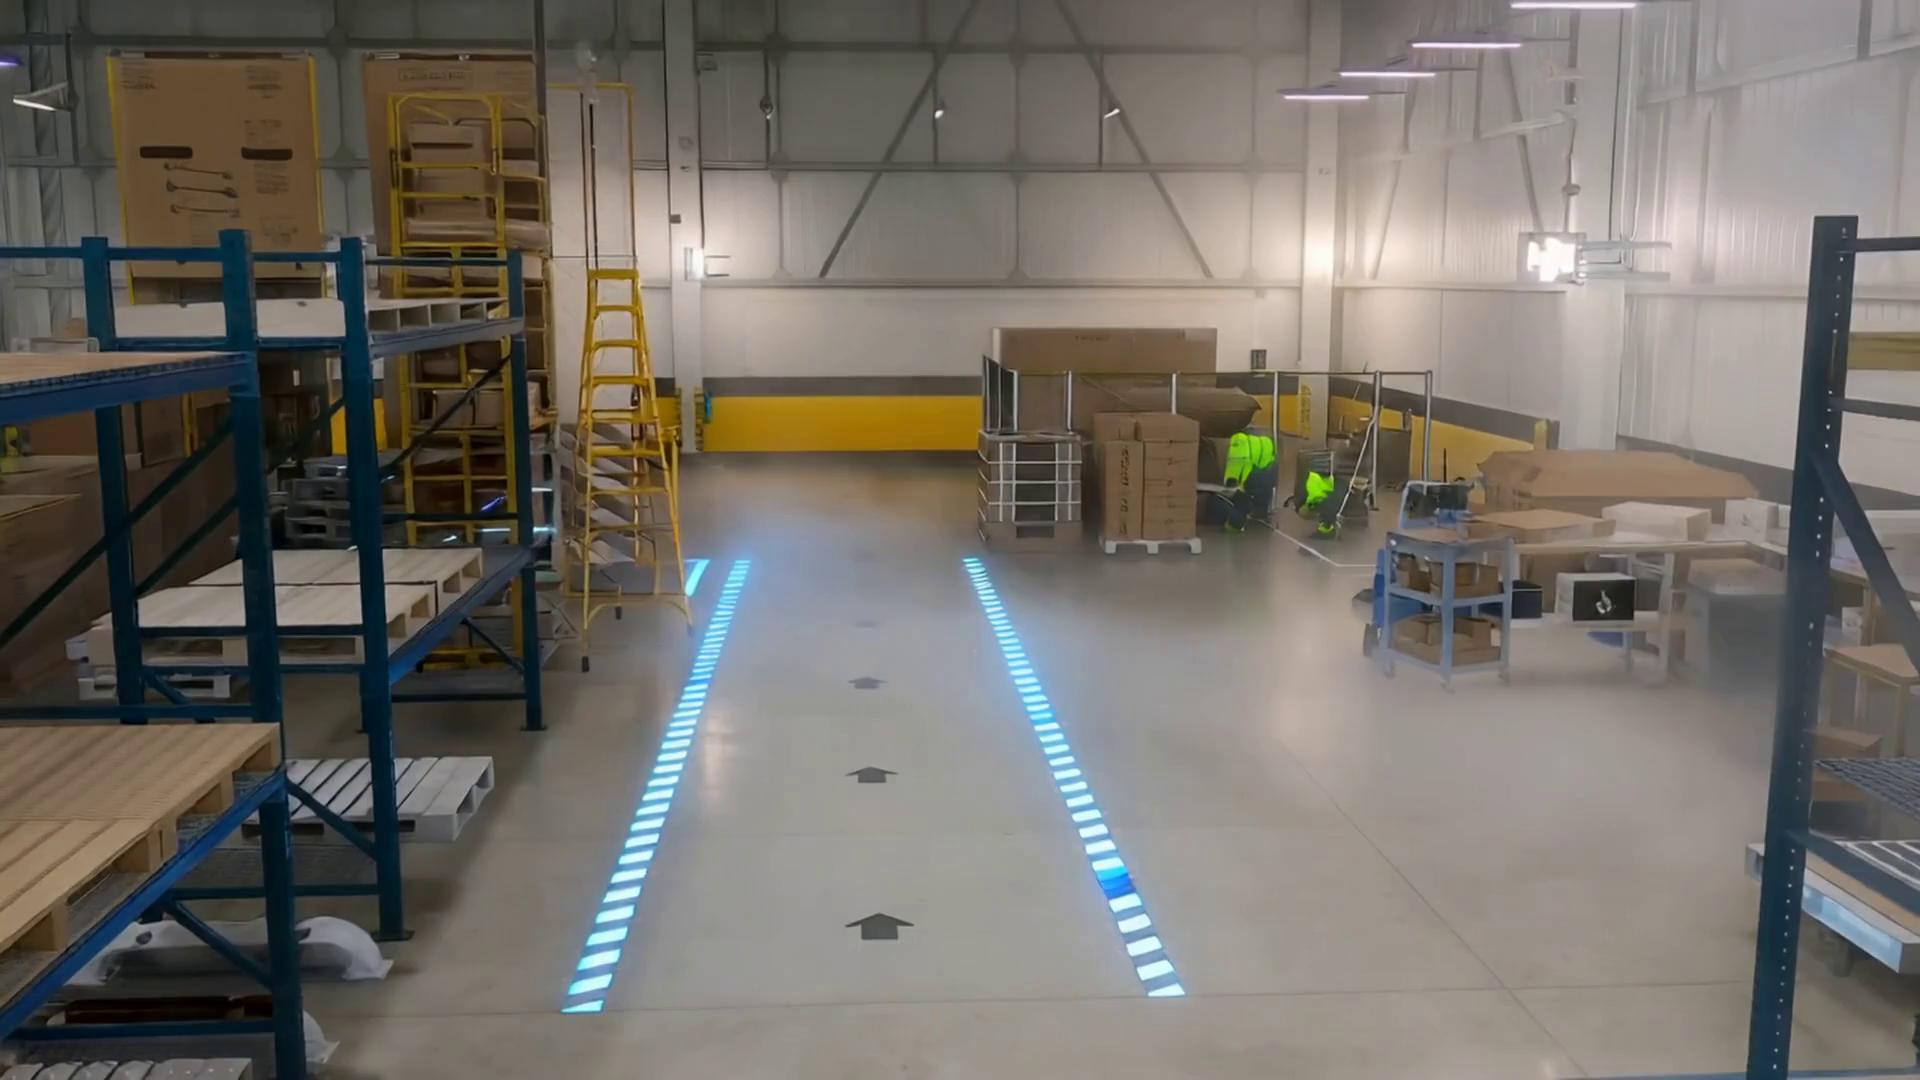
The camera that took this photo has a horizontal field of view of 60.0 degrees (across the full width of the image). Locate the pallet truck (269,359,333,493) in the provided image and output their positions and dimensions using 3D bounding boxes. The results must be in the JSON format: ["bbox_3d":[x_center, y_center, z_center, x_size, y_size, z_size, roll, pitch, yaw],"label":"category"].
[{"bbox_3d":[-7.062,-1.131,18.996,1.885,1.965,0.823,2,9,13],"label":"pallet truck"}]
